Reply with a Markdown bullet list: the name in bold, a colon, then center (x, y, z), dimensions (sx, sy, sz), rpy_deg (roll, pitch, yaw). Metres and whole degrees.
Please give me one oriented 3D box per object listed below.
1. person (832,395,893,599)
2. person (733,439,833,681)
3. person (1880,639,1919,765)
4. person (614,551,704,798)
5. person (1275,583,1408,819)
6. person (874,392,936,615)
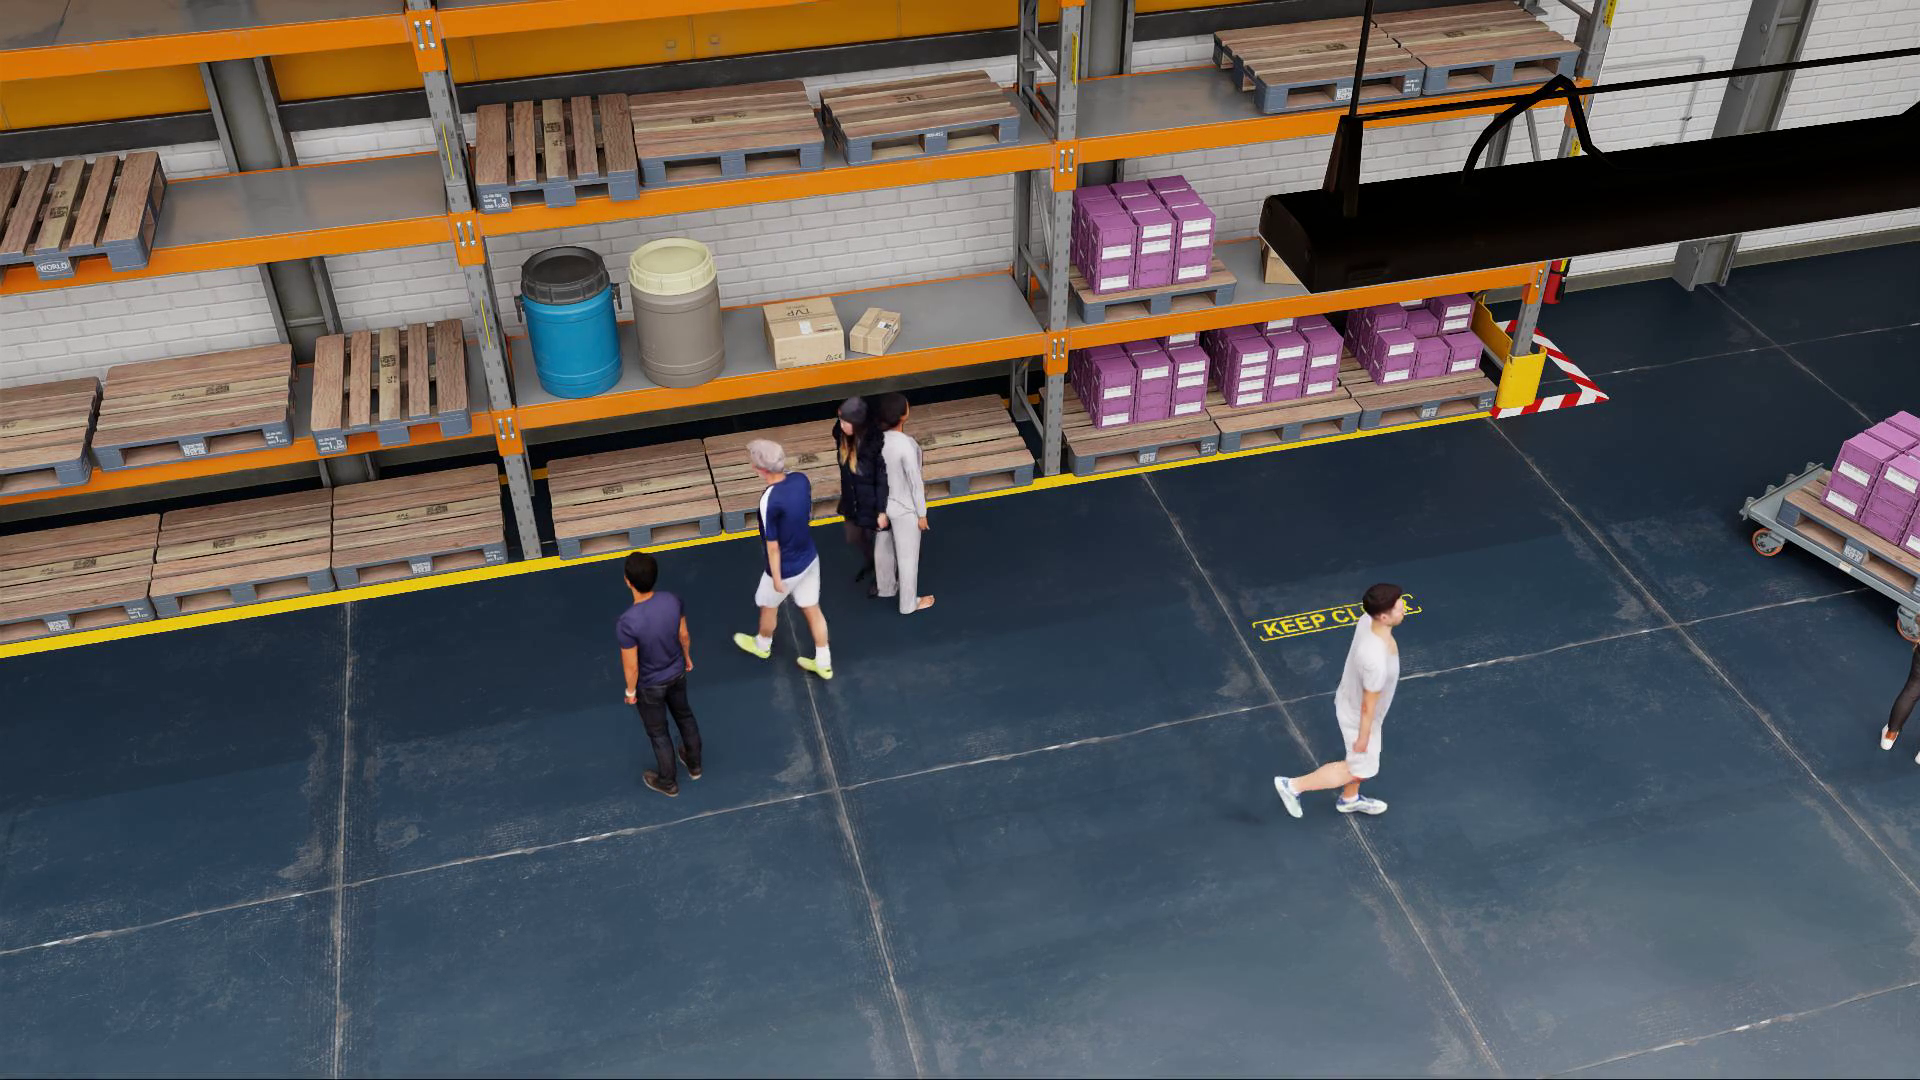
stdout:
- **person**: center (-0.561, -0.345, 11.504), dimensions (0.797, 1.664, 0.850), rpy_deg (21, 43, 24)
- **person**: center (-1.019, 0.182, 10.754), dimensions (1.096, 1.778, 1.038), rpy_deg (18, 42, 21)
- **person**: center (6.089, 0.696, 10.215), dimensions (0.657, 1.646, 0.689), rpy_deg (29, 47, 31)
- **person**: center (-1.799, 0.809, 9.957), dimensions (0.780, 1.791, 0.654), rpy_deg (30, 47, 32)
- **person**: center (2.256, 0.979, 9.706), dimensions (1.066, 1.840, 0.899), rpy_deg (4, 39, 5)
- **person**: center (-0.428, -0.260, 11.341), dimensions (0.696, 1.735, 0.707), rpy_deg (-29, 47, -31)
